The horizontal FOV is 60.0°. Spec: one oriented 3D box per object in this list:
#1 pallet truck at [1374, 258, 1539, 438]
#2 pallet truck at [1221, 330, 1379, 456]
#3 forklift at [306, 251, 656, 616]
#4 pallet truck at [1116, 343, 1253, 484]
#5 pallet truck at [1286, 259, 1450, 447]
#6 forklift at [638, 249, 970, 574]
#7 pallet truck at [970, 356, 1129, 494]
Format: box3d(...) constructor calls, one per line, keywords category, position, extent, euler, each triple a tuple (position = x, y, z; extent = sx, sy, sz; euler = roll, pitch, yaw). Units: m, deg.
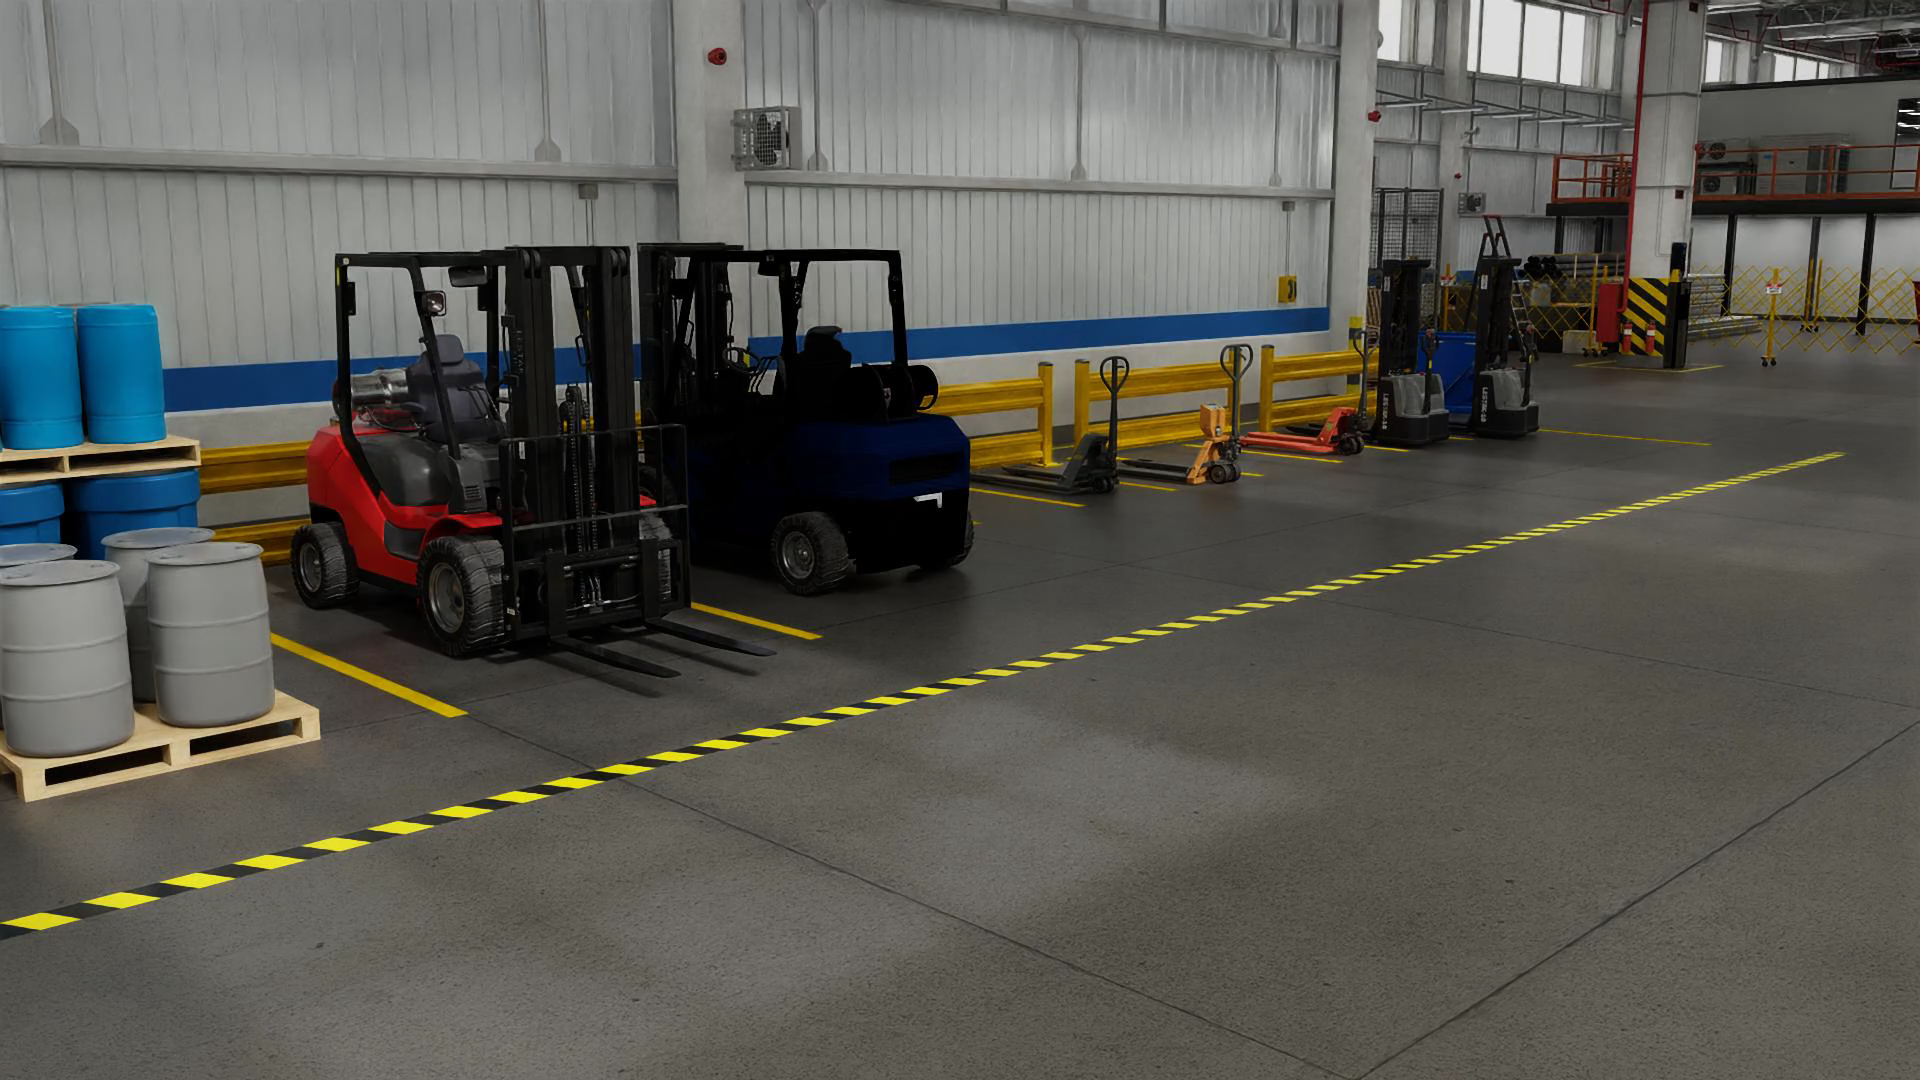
box3d(category="pallet truck", position=(5.704, -2.208, 18.901), extent=(1.885, 1.965, 0.823), euler=(10, 14, 43))
box3d(category="pallet truck", position=(3.563, -1.581, 17.381), extent=(0.653, 1.274, 1.630), euler=(-10, 14, -44))
box3d(category="forklift", position=(-2.833, -0.669, 9.694), extent=(1.157, 1.987, 2.680), euler=(-10, 14, -44))
box3d(category="pallet truck", position=(1.962, -1.215, 15.415), extent=(1.522, 1.261, 0.704), euler=(10, 14, 43))
box3d(category="pallet truck", position=(4.493, -2.078, 18.196), extent=(0.823, 1.965, 1.885), euler=(-9, 14, -40))
box3d(category="forklift", position=(-1.173, -0.958, 11.239), extent=(2.680, 1.987, 1.157), euler=(10, 14, 43))
box3d(category="pallet truck", position=(0.784, -1.085, 14.876), extent=(0.680, 1.201, 1.601), euler=(-10, 14, -44))
